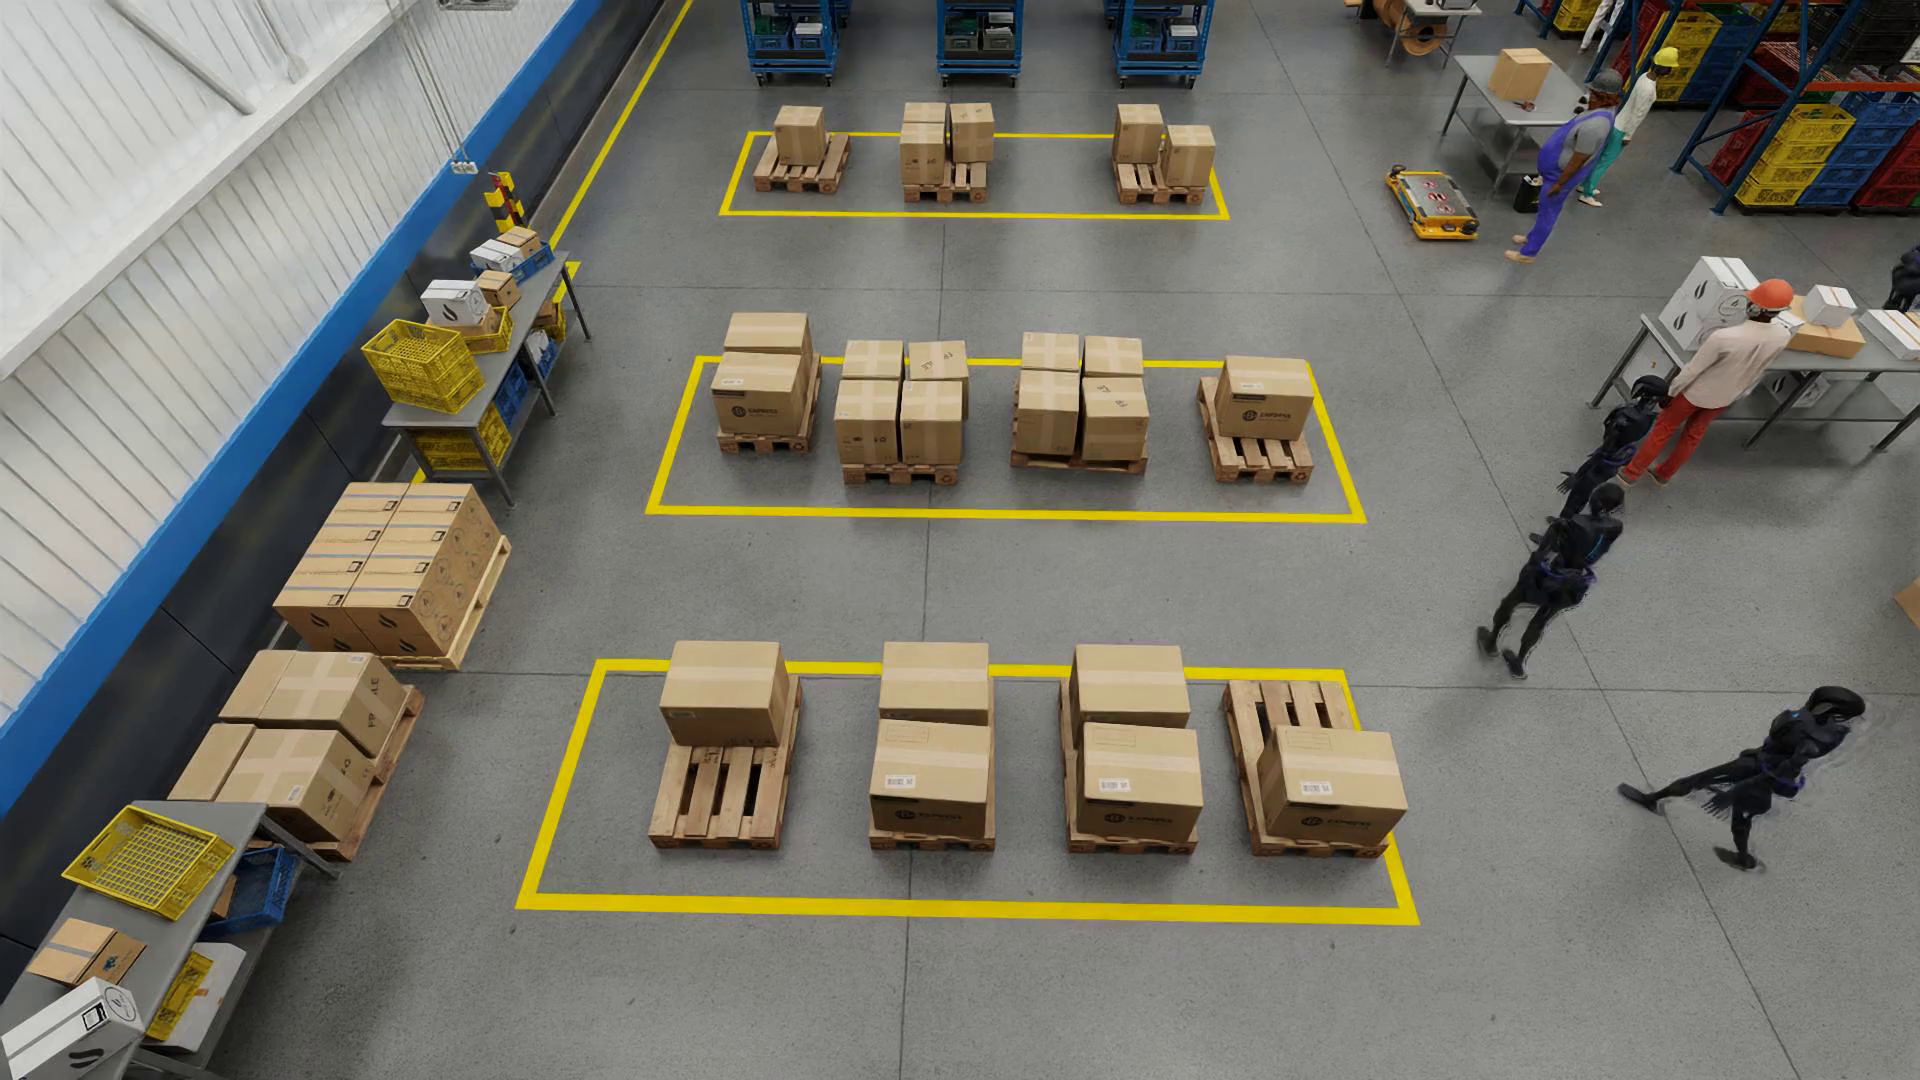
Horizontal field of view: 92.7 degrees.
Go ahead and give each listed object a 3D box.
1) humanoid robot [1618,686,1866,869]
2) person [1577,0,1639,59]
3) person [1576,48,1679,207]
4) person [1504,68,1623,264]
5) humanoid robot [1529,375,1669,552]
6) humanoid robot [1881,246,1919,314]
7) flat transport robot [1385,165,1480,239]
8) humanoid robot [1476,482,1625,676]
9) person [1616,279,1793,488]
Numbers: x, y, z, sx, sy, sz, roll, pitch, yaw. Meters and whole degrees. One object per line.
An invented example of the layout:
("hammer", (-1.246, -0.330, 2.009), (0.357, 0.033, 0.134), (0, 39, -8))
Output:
("humanoid robot", (4.774, 1.404, 5.436), (0.817, 1.631, 0.601), (27, 54, 22))
("person", (9.776, -8.149, 13.518), (0.340, 1.882, 0.579), (-33, 57, -25))
("person", (7.796, -4.820, 10.715), (0.312, 1.768, 0.525), (17, 51, 14))
("person", (6.433, -3.973, 9.801), (0.535, 2.000, 0.685), (28, 55, 22))
("humanoid robot", (4.949, -0.585, 7.098), (0.604, 1.657, 0.322), (-30, 56, -24))
("humanoid robot", (9.294, -2.522, 8.785), (0.499, 1.644, 0.645), (19, 52, 16))
("flat transport robot", (5.692, -4.094, 11.059), (0.652, 0.197, 1.431), (1, 49, 1))
("humanoid robot", (4.128, 0.301, 6.350), (0.593, 1.625, 0.559), (3, 49, 2))
("person", (6.054, -1.221, 7.459), (0.618, 1.987, 0.402), (0, 49, 0))
